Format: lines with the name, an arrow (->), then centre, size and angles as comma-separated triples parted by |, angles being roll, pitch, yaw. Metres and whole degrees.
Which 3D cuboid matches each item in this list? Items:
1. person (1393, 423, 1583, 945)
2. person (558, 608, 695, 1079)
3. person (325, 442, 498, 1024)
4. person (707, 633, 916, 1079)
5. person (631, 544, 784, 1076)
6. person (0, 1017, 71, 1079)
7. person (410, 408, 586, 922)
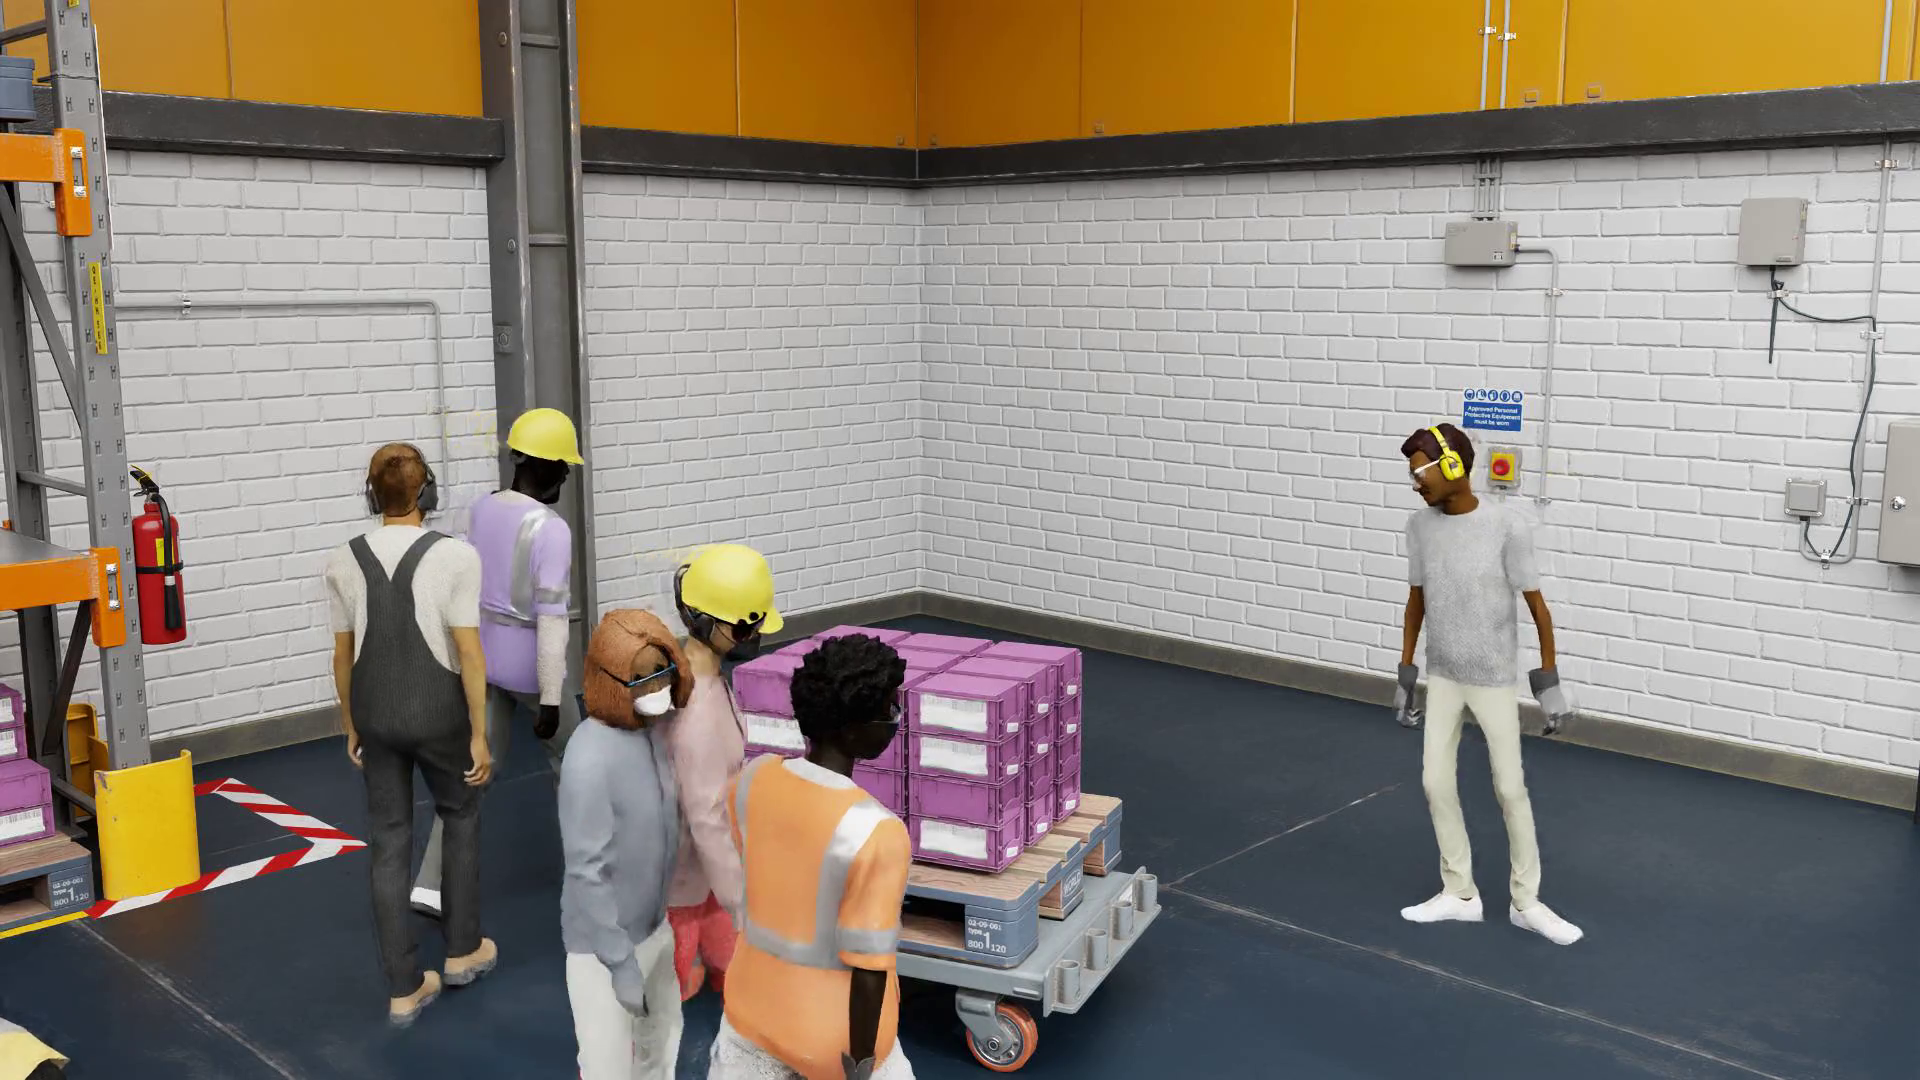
person -> 1.872, 0.517, 5.840 | 0.708, 1.817, 0.400 | 9, 13, 43
person -> -0.744, 0.926, 3.993 | 0.310, 1.609, 0.717 | 2, 10, 13
person -> -1.741, 0.595, 5.370 | 0.532, 1.816, 0.683 | 0, 9, 0
person -> -0.326, 0.996, 3.417 | 0.539, 1.646, 0.904 | 7, 12, 38
person -> -0.658, 0.843, 4.165 | 0.791, 1.704, 0.545 | 0, 9, -2
person -> -1.329, 1.177, 1.869 | 0.643, 1.787, 0.975 | -1, 9, -8
person -> -1.640, 0.451, 6.091 | 0.622, 1.865, 0.984 | 7, 11, 35
